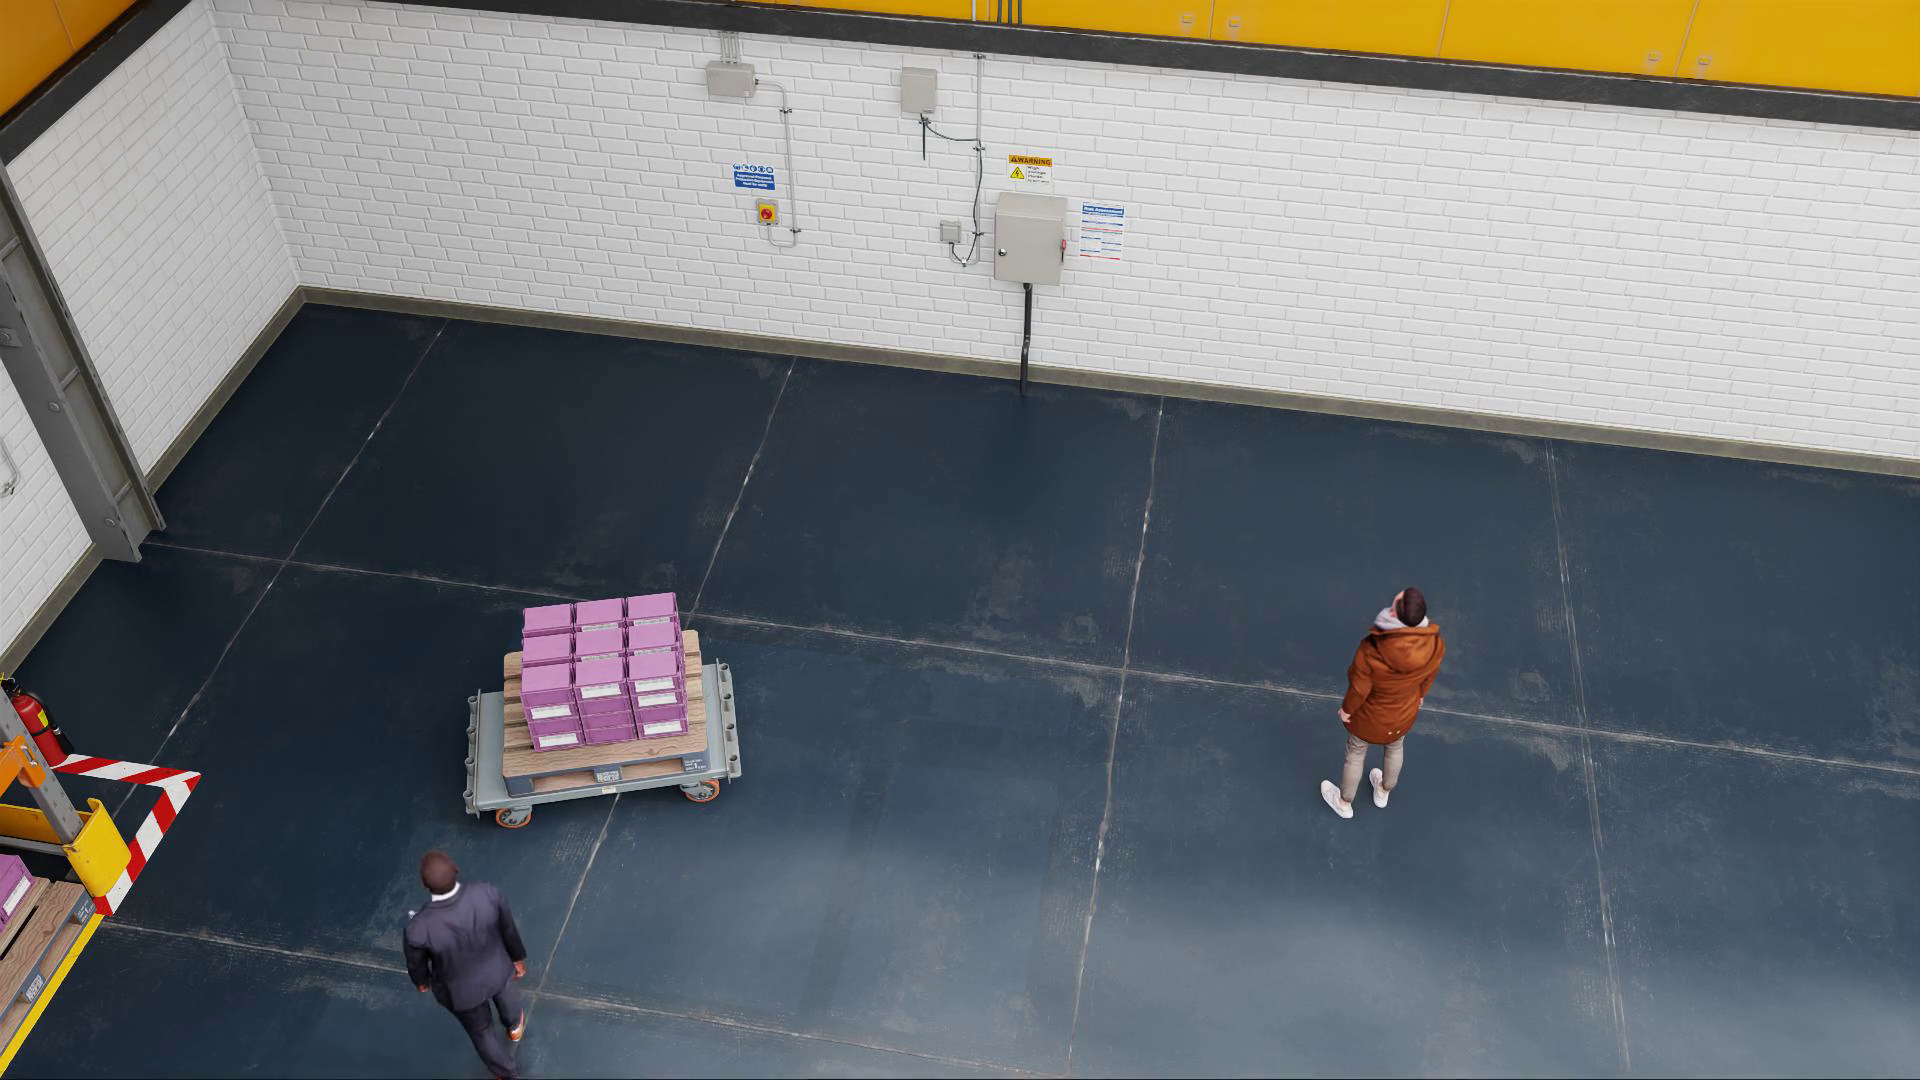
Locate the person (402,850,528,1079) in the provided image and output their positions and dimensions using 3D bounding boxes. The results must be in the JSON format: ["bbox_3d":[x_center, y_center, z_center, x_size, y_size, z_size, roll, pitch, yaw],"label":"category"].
[{"bbox_3d":[-2.415,2.234,8.365,0.865,1.807,0.930,-31,52,-28],"label":"person"}]

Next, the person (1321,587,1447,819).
[{"bbox_3d":[2.472,0.958,9.681,0.828,1.839,0.854,-11,45,-11],"label":"person"}]
